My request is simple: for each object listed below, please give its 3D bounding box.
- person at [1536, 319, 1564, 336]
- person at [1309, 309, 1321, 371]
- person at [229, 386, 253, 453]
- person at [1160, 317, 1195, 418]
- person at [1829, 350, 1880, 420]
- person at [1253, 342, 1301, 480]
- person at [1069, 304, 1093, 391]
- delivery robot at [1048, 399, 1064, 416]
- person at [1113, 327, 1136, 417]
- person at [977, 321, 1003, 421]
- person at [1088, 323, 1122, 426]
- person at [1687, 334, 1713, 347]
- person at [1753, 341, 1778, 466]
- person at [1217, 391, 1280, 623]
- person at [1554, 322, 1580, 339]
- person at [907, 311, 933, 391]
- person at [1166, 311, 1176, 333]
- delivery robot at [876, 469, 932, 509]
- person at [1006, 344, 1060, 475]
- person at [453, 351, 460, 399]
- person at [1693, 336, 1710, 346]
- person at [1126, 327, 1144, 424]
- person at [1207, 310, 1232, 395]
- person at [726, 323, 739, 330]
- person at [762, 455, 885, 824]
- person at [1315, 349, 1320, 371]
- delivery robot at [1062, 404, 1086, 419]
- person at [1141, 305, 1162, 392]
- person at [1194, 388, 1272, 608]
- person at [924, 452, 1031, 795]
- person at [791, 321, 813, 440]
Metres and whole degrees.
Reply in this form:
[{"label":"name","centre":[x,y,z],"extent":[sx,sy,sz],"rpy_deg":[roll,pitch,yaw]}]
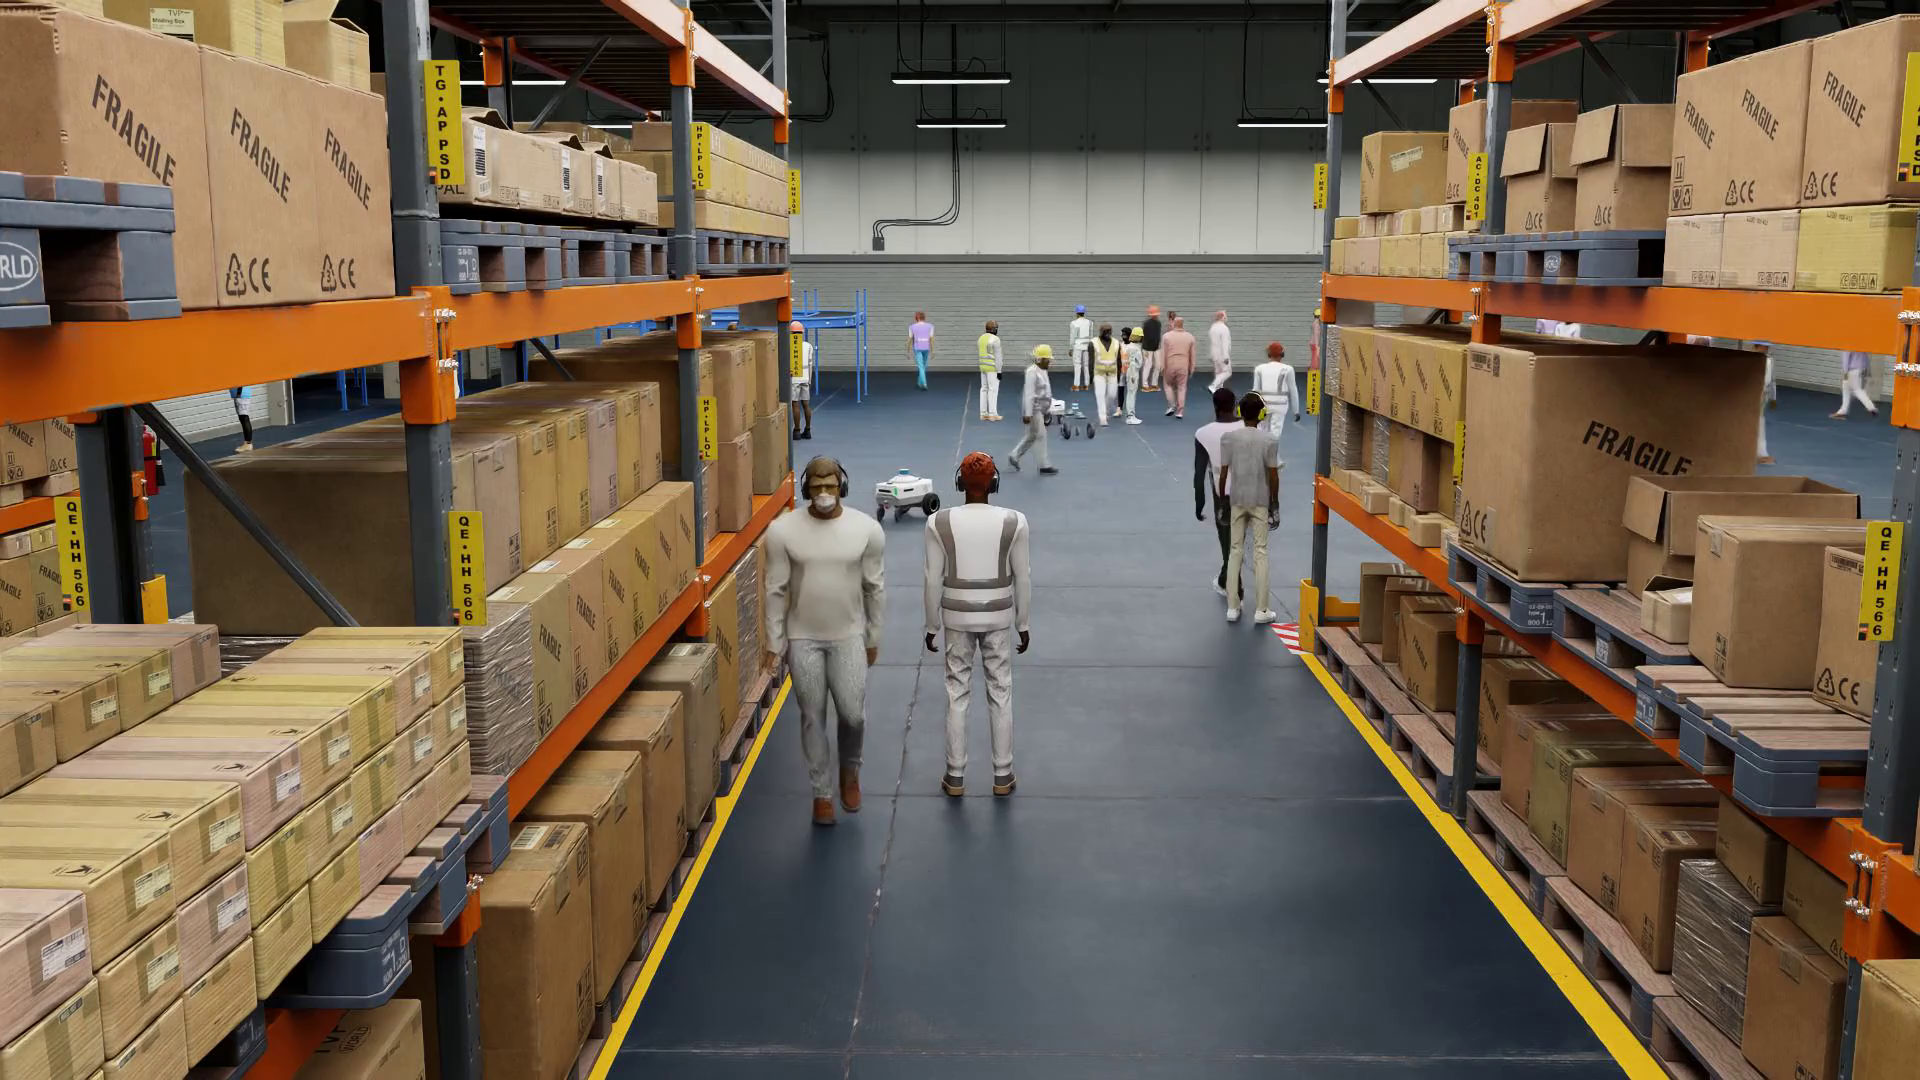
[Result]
[{"label":"person","centre":[14.086,-4.723,39.786],"extent":[0.624,1.999,1.032],"rpy_deg":[2,10,13]},{"label":"person","centre":[8.820,-4.827,41.123],"extent":[0.350,1.760,0.522],"rpy_deg":[1,10,9]},{"label":"person","centre":[-11.019,-2.185,25.459],"extent":[0.316,1.696,0.541],"rpy_deg":[-3,10,-17]},{"label":"person","centre":[4.057,-3.230,31.147],"extent":[0.682,1.885,0.554],"rpy_deg":[-1,10,-6]},{"label":"person","centre":[16.581,-3.144,30.653],"extent":[0.663,1.896,0.881],"rpy_deg":[-8,12,-39]},{"label":"person","centre":[4.282,-1.745,22.411],"extent":[0.580,1.835,0.968],"rpy_deg":[8,12,39]},{"label":"person","centre":[2.742,-4.363,37.750],"extent":[0.607,1.951,0.380],"rpy_deg":[-5,11,-30]},{"label":"delivery robot","centre":[1.557,-2.397,29.991],"extent":[0.707,0.478,0.477],"rpy_deg":[-9,13,-42]},{"label":"person","centre":[3.124,-3.141,31.194],"extent":[0.529,1.695,0.321],"rpy_deg":[6,11,30]},{"label":"person","centre":[0.576,-3.133,30.749],"extent":[0.430,1.836,0.619],"rpy_deg":[-6,11,-31]},{"label":"person","centre":[2.588,-2.972,29.786],"extent":[0.637,1.826,0.584],"rpy_deg":[-2,10,-13]},{"label":"person","centre":[13.779,-3.264,31.416],"extent":[0.665,1.855,0.963],"rpy_deg":[1,10,6]},{"label":"person","centre":[11.516,-2.068,24.137],"extent":[0.615,1.911,0.954],"rpy_deg":[-5,11,-27]},{"label":"person","centre":[2.341,-0.268,13.462],"extent":[0.516,1.873,0.329],"rpy_deg":[4,10,23]},{"label":"person","centre":[13.435,-4.190,36.917],"extent":[0.567,1.888,0.988],"rpy_deg":[9,13,44]},{"label":"person","centre":[-0.901,-4.323,38.015],"extent":[0.581,1.795,1.027],"rpy_deg":[-3,10,-19]},{"label":"person","centre":[5.512,-5.142,43.343],"extent":[0.308,1.639,0.523],"rpy_deg":[5,11,26]},{"label":"delivery robot","centre":[-0.639,-0.569,19.044],"extent":[0.477,0.478,0.707],"rpy_deg":[7,12,37]},{"label":"person","centre":[0.988,-1.809,22.945],"extent":[0.762,1.802,0.613],"rpy_deg":[3,10,16]},{"label":"person","centre":[-8.068,-2.301,26.341],"extent":[0.279,1.633,0.497],"rpy_deg":[-3,10,-19]},{"label":"person","centre":[11.055,-2.167,25.082],"extent":[0.946,1.802,0.627],"rpy_deg":[-7,12,-36]},{"label":"person","centre":[3.175,-2.979,30.091],"extent":[0.313,1.740,0.487],"rpy_deg":[3,10,15]},{"label":"person","centre":[5.498,-3.899,35.118],"extent":[0.497,1.892,0.672],"rpy_deg":[-3,10,-17]},{"label":"person","centre":[-3.988,-2.908,29.372],"extent":[0.504,1.839,0.344],"rpy_deg":[-1,10,-7]},{"label":"person","centre":[-0.701,0.522,8.566],"extent":[0.634,1.923,0.437],"rpy_deg":[-1,9,-4]},{"label":"person","centre":[5.818,-2.365,25.793],"extent":[0.627,1.946,0.963],"rpy_deg":[5,11,28]},{"label":"delivery robot","centre":[1.924,-2.159,27.791],"extent":[0.335,0.223,0.698],"rpy_deg":[-2,10,-13]},{"label":"person","centre":[4.295,-4.289,37.302],"extent":[0.638,1.946,0.614],"rpy_deg":[-8,12,-39]},{"label":"person","centre":[2.325,-0.364,14.166],"extent":[0.633,1.844,1.035],"rpy_deg":[-1,10,-9]},{"label":"person","centre":[0.097,0.456,9.089],"extent":[0.584,1.881,0.347],"rpy_deg":[0,9,-1]},{"label":"person","centre":[-2.684,-2.628,27.399],"extent":[0.371,1.935,0.551],"rpy_deg":[9,13,42]}]
